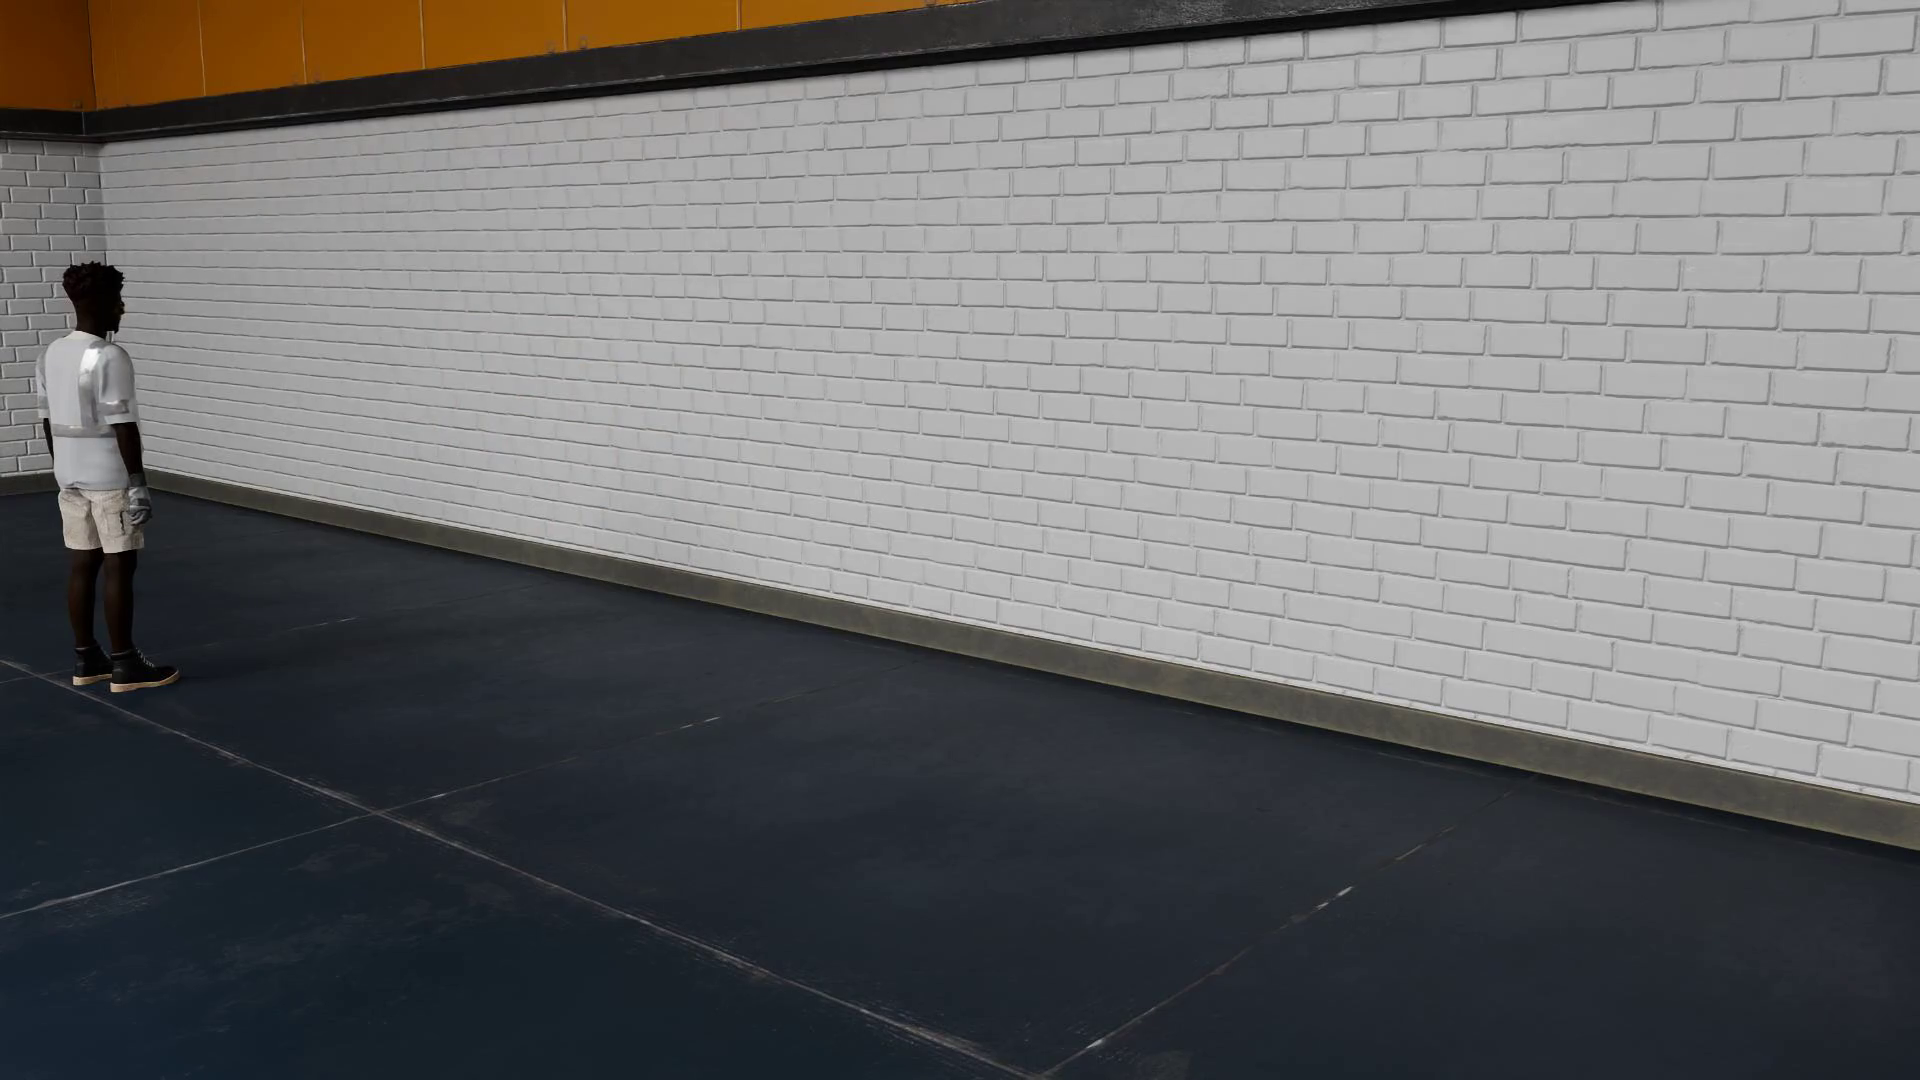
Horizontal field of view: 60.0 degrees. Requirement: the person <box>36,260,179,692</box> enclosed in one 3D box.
[{"bbox_3d":[-3.936,-0.289,7.636,0.613,1.963,0.362,6,12,30],"label":"person"}]
